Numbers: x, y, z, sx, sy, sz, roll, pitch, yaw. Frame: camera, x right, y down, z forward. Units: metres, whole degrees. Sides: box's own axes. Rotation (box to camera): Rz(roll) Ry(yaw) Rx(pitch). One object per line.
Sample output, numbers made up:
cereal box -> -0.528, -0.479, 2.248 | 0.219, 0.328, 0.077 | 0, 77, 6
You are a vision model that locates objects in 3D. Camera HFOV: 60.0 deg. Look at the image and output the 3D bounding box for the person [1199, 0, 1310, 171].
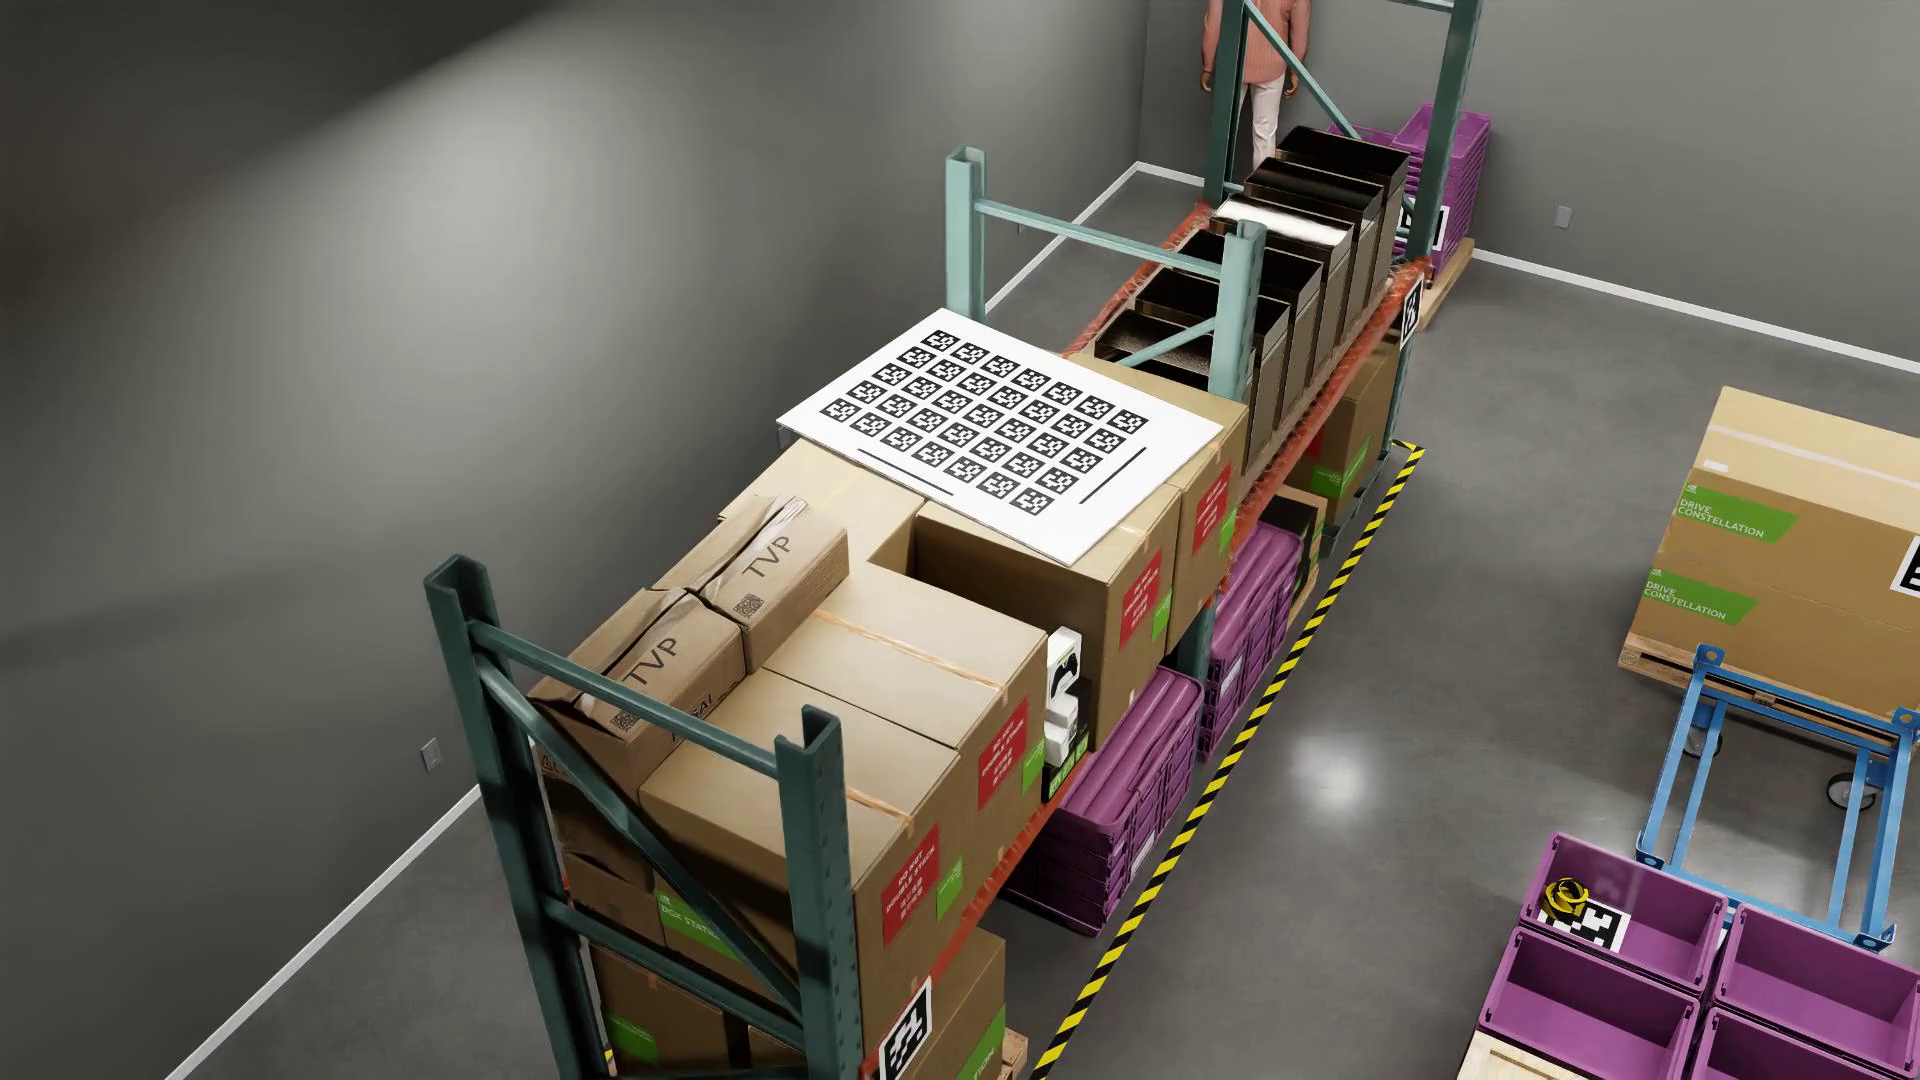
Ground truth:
person -> 1.741, -2.836, 9.932 | 0.622, 1.993, 0.382 | 4, 40, 4
